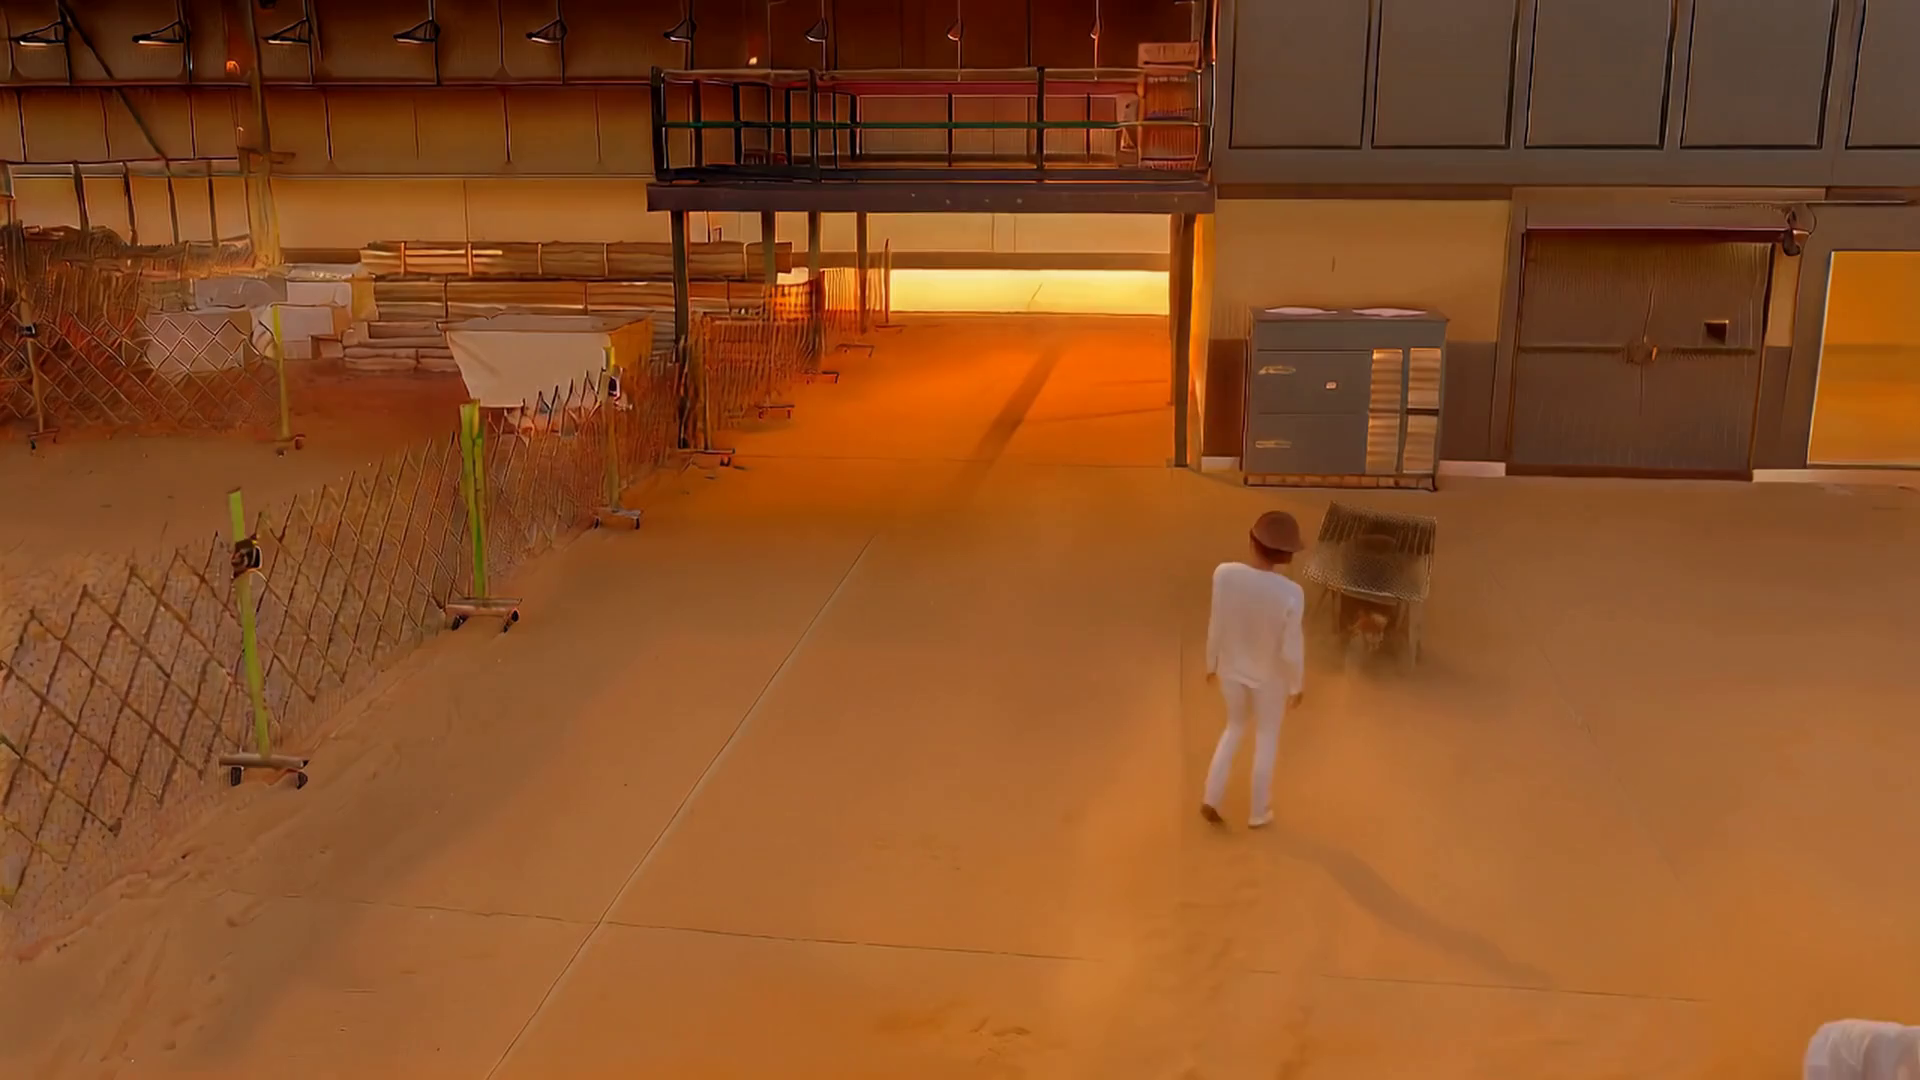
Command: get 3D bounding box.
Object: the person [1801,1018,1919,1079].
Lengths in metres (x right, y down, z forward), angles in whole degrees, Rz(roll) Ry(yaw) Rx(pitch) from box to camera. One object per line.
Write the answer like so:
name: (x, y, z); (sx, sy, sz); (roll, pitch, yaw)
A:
person: (2.255, 1.698, 3.843); (0.977, 1.916, 0.621); (-13, 19, -42)

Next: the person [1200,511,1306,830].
person: (1.517, 0.668, 8.450); (0.549, 1.719, 0.404); (11, 18, 38)
